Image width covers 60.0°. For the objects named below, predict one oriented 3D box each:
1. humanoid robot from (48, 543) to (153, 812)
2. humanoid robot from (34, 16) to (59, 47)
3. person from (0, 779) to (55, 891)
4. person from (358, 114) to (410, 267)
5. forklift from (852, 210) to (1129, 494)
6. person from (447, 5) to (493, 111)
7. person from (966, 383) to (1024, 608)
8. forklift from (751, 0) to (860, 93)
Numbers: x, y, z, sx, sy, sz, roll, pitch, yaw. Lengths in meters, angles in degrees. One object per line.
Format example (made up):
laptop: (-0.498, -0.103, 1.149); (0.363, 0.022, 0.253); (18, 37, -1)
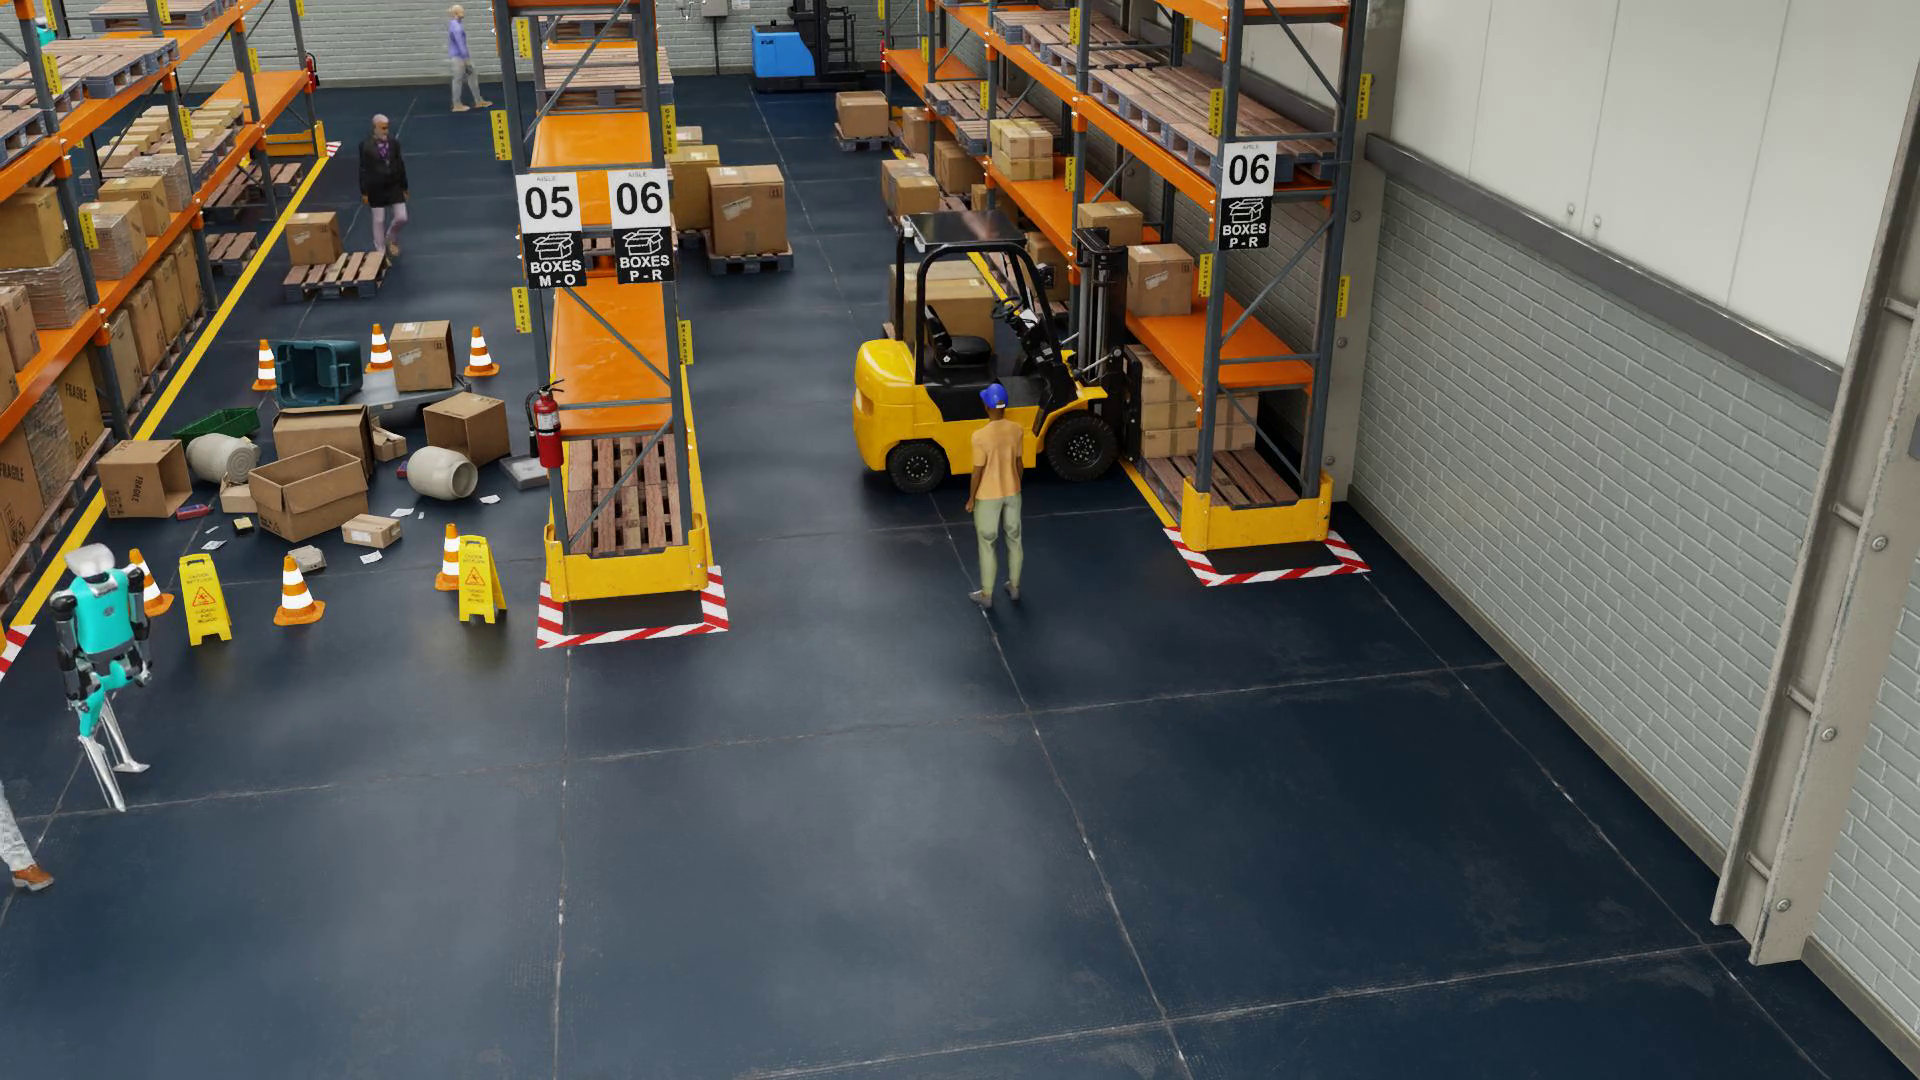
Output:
humanoid robot: (-5.116, 0.780, 9.848); (0.864, 1.778, 0.530); (18, 31, 32)
humanoid robot: (-15.408, -7.899, 27.903); (0.965, 1.760, 0.584); (15, 29, 28)
person: (-5.438, 1.103, 8.937); (0.904, 1.904, 0.654); (15, 29, 28)
person: (-6.976, -4.235, 20.138); (0.619, 1.833, 0.462); (-22, 33, -37)
forklift: (0.216, -1.659, 14.366); (2.313, 2.155, 1.214); (-5, 26, -10)
person: (-8.492, -8.316, 28.706); (0.800, 1.769, 0.639); (-8, 27, -16)
person: (0.253, -0.331, 12.145); (0.442, 1.718, 0.354); (-13, 29, -26)
forklift: (-2.872, -9.679, 30.288); (1.873, 2.768, 1.129); (-5, 26, -10)
